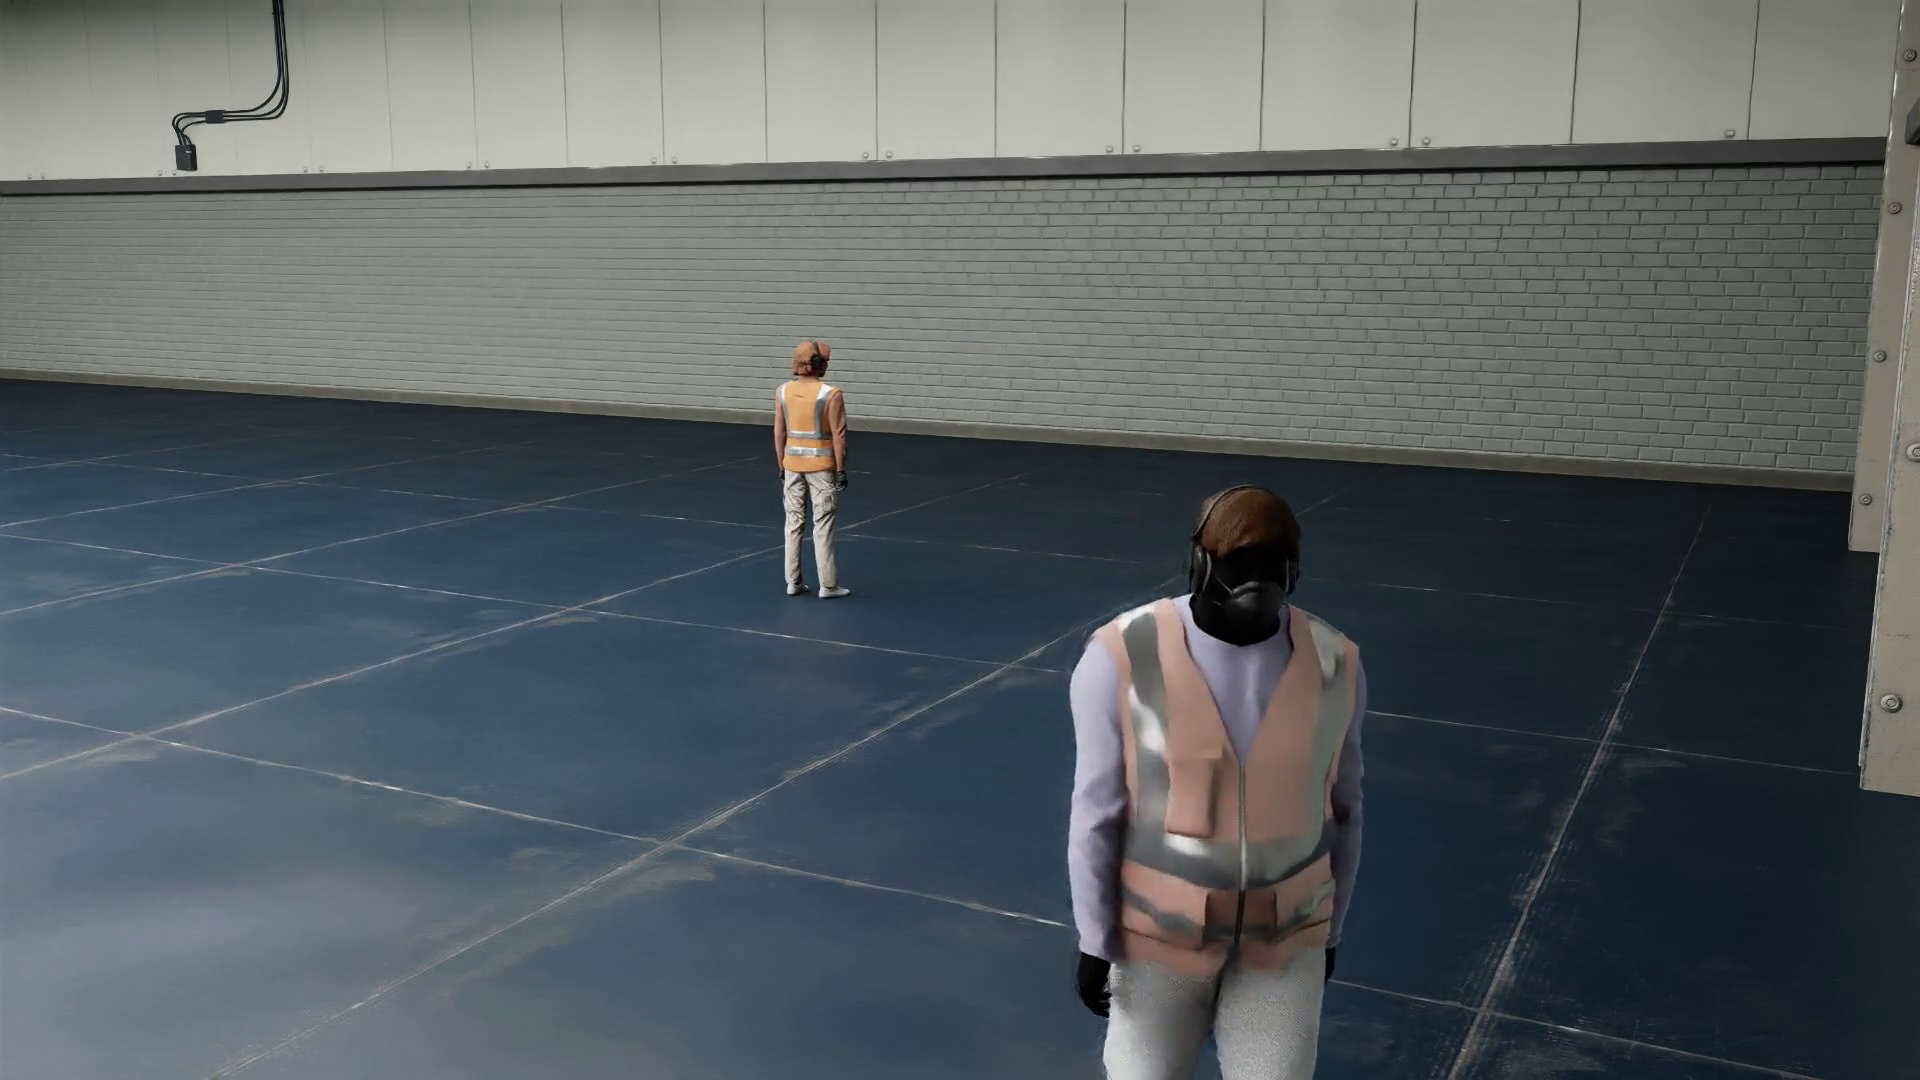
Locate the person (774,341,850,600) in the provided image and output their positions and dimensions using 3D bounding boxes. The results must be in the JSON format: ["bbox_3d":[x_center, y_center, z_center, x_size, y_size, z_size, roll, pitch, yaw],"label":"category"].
[{"bbox_3d":[-0.941,-0.438,10.536,0.517,1.635,0.314,6,12,28],"label":"person"}]

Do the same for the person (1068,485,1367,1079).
[{"bbox_3d":[0.522,0.770,3.460,0.626,1.822,0.782,0,10,-2],"label":"person"}]
